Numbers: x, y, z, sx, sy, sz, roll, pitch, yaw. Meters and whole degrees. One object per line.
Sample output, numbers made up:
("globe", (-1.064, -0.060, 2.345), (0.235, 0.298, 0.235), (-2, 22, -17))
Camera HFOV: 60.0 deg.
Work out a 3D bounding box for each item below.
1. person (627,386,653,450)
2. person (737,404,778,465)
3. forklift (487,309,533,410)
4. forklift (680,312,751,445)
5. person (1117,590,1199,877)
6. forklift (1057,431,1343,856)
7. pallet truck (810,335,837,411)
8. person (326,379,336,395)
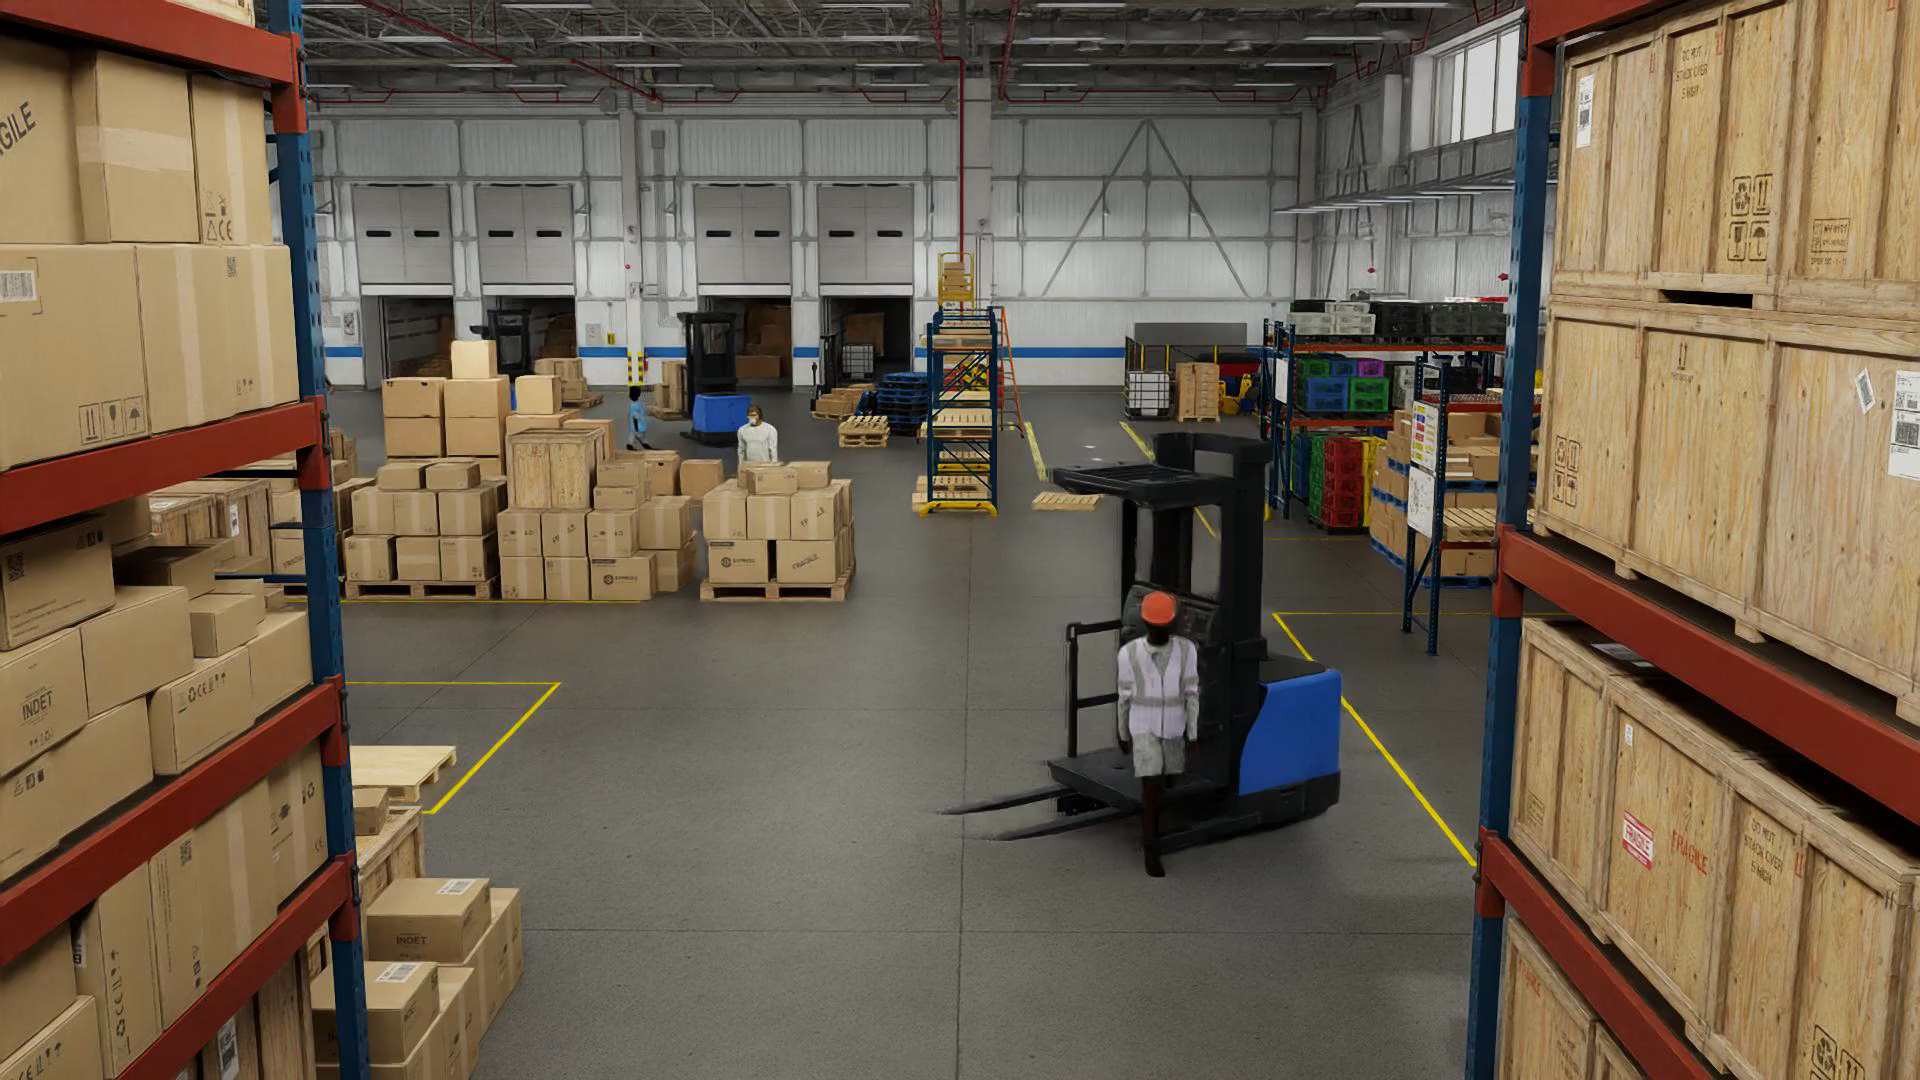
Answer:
("person", (-5.964, -2.068, 31.160), (0.847, 1.662, 0.531), (1, 10, 9))
("person", (-2.969, -1.030, 24.412), (0.629, 1.929, 0.362), (3, 10, 16))
("forklift", (-10.359, -3.940, 38.434), (1.129, 2.768, 1.873), (-8, 13, -38))
("forklift", (-5.312, -3.541, 36.133), (1.129, 2.768, 1.873), (-5, 11, -25))
("person", (1.327, 1.243, 11.340), (0.541, 1.909, 0.880), (-1, 10, -7))
("forklift", (1.796, 0.635, 12.039), (1.873, 2.768, 1.129), (-7, 12, -33))
("pallet truck", (-3.021, -4.312, 43.126), (1.885, 1.965, 0.823), (3, 10, 17))
("person", (-18.578, -5.032, 48.215), (0.780, 1.670, 0.535), (2, 10, 11))
